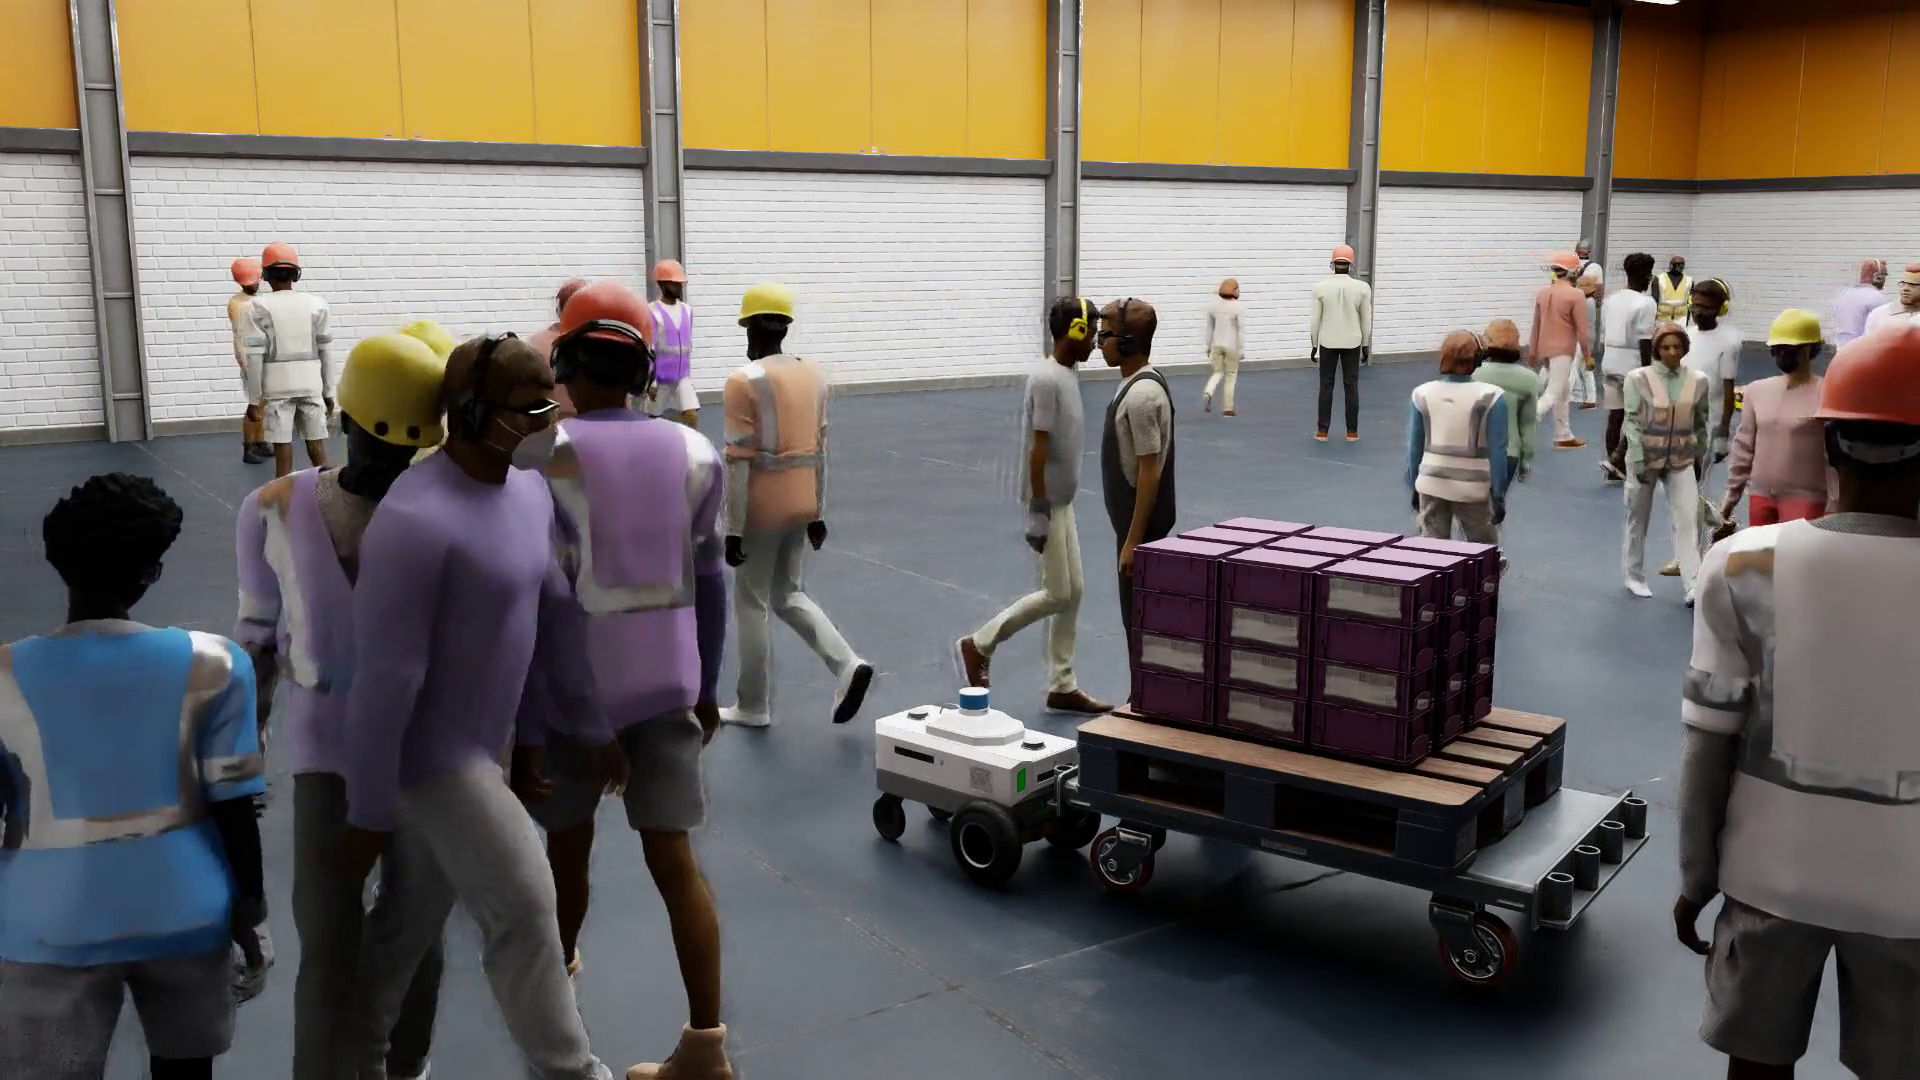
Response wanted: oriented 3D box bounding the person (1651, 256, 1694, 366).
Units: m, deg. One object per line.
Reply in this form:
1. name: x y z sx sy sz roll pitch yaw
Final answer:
1. person: 10.669 -3.364 24.989 0.624 1.803 0.945 2 11 13

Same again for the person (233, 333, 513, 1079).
1. person: -1.282 0.502 3.582 0.656 1.871 0.863 -2 11 -11

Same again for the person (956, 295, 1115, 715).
1. person: 0.358 -0.152 7.273 0.626 1.827 0.599 3 11 17

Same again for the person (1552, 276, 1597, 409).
1. person: 7.401 -2.368 20.037 0.660 1.610 0.518 3 11 14

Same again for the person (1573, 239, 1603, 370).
1. person: 9.686 -3.666 25.971 0.683 2.000 0.538 7 12 32

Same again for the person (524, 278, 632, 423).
1. person: -1.994 -0.438 8.778 0.664 1.860 0.998 1 10 6

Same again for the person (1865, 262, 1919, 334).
1. person: 6.519 -0.950 11.464 0.642 1.905 0.401 8 13 38

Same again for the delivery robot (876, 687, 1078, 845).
1. delivery robot: 0.046 0.741 5.627 0.707 0.478 0.477 9 14 41

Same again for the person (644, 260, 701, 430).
1. person: -2.426 -1.390 13.917 1.019 1.887 0.561 9 14 42

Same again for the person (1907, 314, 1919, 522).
1. person: 5.849 -0.673 9.845 0.635 1.938 0.362 9 14 41

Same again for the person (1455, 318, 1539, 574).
1. person: 3.090 -0.467 9.599 0.512 1.610 0.531 -1 10 -8

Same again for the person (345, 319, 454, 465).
1. person: -2.011 0.062 6.269 0.604 1.781 0.965 -10 14 -42

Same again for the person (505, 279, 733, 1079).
1. person: -0.868 0.359 4.096 0.680 1.964 1.038 -8 13 -38

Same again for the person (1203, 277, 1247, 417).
1. person: 3.029 -2.207 19.114 0.514 1.617 0.493 8 13 38

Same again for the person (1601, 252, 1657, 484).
1. person: 5.604 -1.421 13.896 0.421 1.951 0.639 -3 11 -18

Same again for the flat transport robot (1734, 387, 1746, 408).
1. flat transport robot: 9.789 -1.764 20.395 1.431 0.197 0.652 -6 12 -31

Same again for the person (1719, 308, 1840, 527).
1. person: 3.790 -0.186 7.674 0.364 1.751 0.535 -6 12 -28

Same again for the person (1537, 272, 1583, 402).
1. person: 7.474 -2.567 20.883 0.847 1.701 0.486 2 11 10

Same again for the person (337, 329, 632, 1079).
1. person: -1.014 0.487 3.630 0.997 1.875 0.646 0 10 3

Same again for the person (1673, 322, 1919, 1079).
1. person: 1.546 0.594 2.908 0.551 1.932 0.378 7 12 32

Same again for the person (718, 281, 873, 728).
1. person: -0.713 -0.123 6.953 0.664 1.897 0.596 6 12 32

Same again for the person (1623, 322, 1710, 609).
1. person: 3.967 -0.407 9.322 0.512 1.592 0.863 1 10 3

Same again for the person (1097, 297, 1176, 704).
1. person: 0.699 -0.044 6.656 0.325 1.842 0.513 1 10 5

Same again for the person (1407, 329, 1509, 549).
1. person: 2.456 -0.226 8.226 0.540 1.623 0.372 8 13 39

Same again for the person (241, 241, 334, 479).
1. person: -4.639 -1.030 11.510 0.605 2.045 0.379 -9 14 -41

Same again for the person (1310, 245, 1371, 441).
1. person: 3.870 -1.996 16.943 0.612 1.995 0.379 2 10 9

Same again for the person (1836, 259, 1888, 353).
1. person: 8.488 -1.665 15.470 0.952 1.860 0.679 -1 10 -5

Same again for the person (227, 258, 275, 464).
1. person: -6.509 -1.649 15.390 0.343 1.896 0.675 0 10 0

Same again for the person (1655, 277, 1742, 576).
1. person: 4.580 -0.685 10.195 0.530 1.844 0.531 -3 11 -15

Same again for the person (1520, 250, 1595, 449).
1. person: 5.722 -1.812 16.058 0.937 1.962 0.606 -3 11 -16

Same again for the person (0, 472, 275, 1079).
1. person: -1.491 0.731 2.938 0.569 1.664 0.645 -7 12 -33
